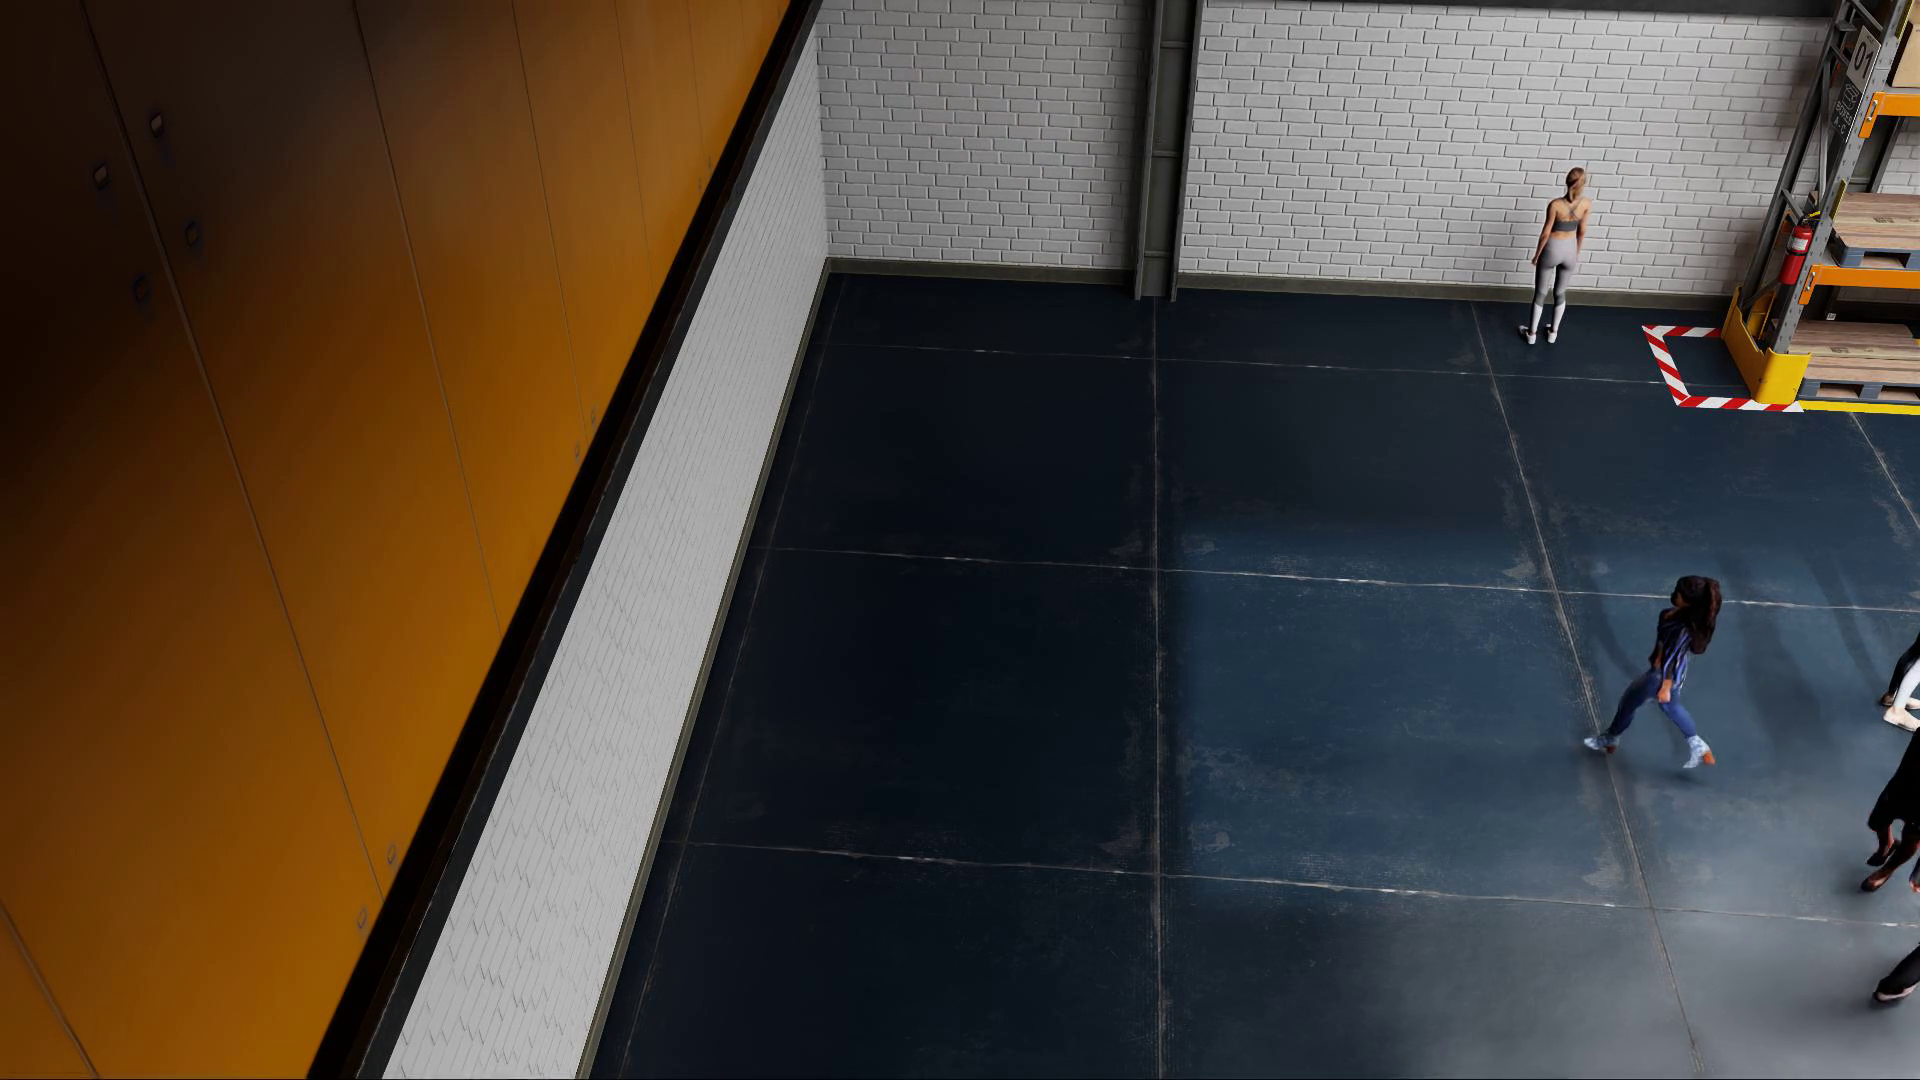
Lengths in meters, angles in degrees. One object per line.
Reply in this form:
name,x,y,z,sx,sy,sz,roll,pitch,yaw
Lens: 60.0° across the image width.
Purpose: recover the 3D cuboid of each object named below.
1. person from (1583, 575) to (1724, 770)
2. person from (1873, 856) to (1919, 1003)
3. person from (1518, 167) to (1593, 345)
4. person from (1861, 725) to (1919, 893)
person,4.582,0.872,10.630,1.121,1.586,0.869,18,42,21
person,5.499,2.010,9.226,1.123,1.559,0.897,-12,40,-14
person,5.318,-2.526,14.790,0.519,1.703,0.642,-1,39,-2
person,5.736,1.484,9.799,0.738,1.666,0.681,-16,41,-19
